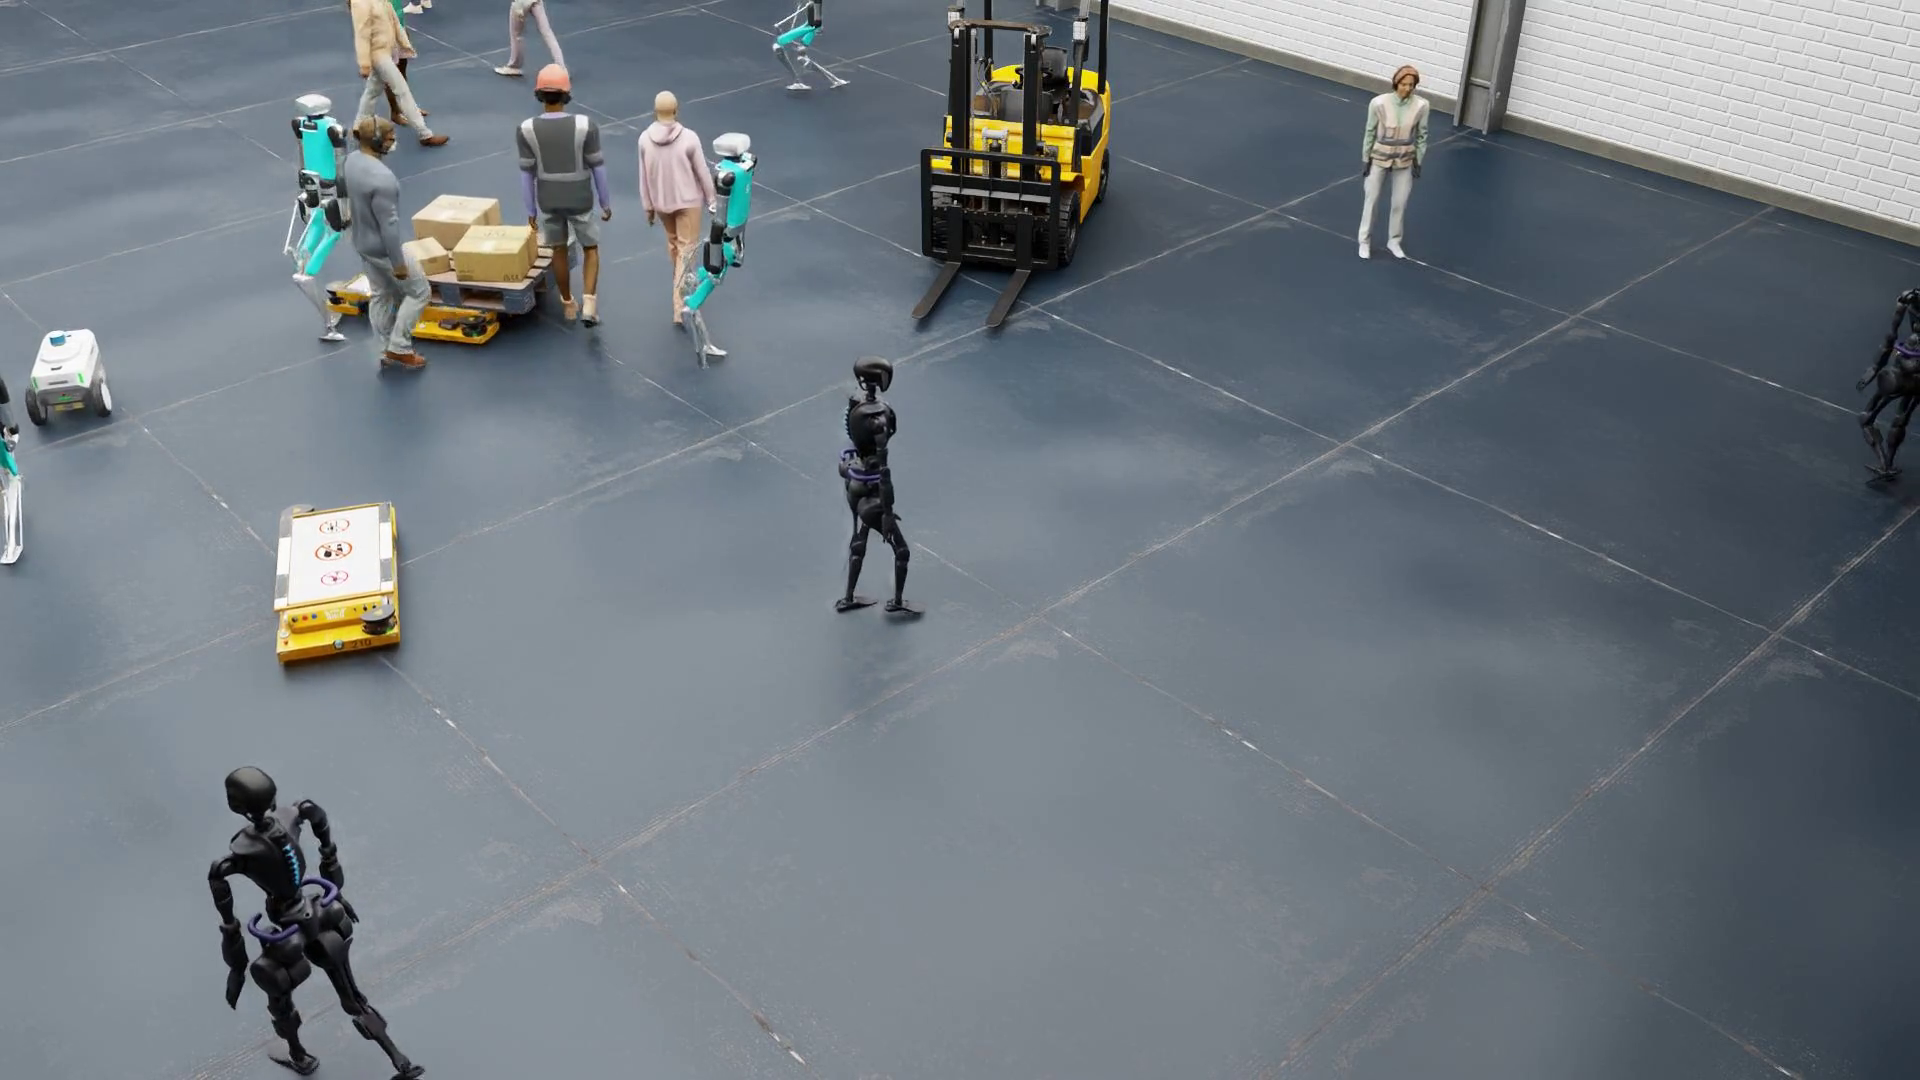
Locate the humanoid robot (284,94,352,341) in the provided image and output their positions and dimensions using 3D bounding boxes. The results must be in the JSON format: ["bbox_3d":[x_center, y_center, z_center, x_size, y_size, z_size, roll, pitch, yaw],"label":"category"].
[{"bbox_3d":[-4.897,-2.359,12.456,0.591,1.772,0.872,20,38,28],"label":"humanoid robot"}]

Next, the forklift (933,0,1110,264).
[{"bbox_3d":[0.570,-3.725,14.138,1.214,2.155,2.313,9,34,13],"label":"forklift"}]

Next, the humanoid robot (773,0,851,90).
[{"bbox_3d":[-1.609,-5.425,17.160,0.919,1.754,0.538,-3,33,-4],"label":"humanoid robot"}]

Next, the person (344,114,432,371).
[{"bbox_3d":[-4.092,-2.082,11.861,0.443,1.915,0.665,-25,41,-33],"label":"person"}]

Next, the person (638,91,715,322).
[{"bbox_3d":[-2.169,-2.582,12.808,0.532,1.758,0.848,8,34,11],"label":"person"}]

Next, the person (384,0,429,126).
[{"bbox_3d":[-5.669,-5.072,16.519,0.390,1.851,0.505,6,33,9],"label":"person"}]

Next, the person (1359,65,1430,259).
[{"bbox_3d":[3.554,-3.107,13.703,0.510,1.630,0.316,2,33,2],"label":"person"}]

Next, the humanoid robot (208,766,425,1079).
[{"bbox_3d":[-2.572,1.565,6.519,0.749,1.638,0.587,17,37,24],"label":"humanoid robot"}]

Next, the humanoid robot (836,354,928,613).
[{"bbox_3d":[-0.460,-0.312,9.373,0.602,1.643,0.609,-11,35,-16],"label":"humanoid robot"}]

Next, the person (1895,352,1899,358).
[{"bbox_3d":[7.210,-2.038,11.995,0.539,1.694,0.317,-9,34,-14],"label":"person"}]

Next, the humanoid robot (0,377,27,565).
[{"bbox_3d":[-5.934,-0.770,10.050,0.530,1.769,1.009,-9,34,-14],"label":"humanoid robot"}]

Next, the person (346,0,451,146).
[{"bbox_3d":[-5.544,-4.679,15.943,0.997,1.824,0.548,-1,33,-1],"label":"person"}]

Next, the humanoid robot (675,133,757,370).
[{"bbox_3d":[-1.832,-2.054,12.042,0.782,1.835,0.555,9,34,13],"label":"humanoid robot"}]

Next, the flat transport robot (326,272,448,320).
[{"bbox_3d":[-4.223,-1.927,13.134,1.431,0.231,0.659,10,34,15],"label":"flat transport robot"}]

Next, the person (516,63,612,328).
[{"bbox_3d":[-2.944,-2.520,12.446,0.636,2.018,0.613,0,33,1],"label":"person"}]

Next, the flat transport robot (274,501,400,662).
[{"bbox_3d":[-3.687,0.197,9.870,0.659,0.231,1.431,-9,34,-14],"label":"flat transport robot"}]

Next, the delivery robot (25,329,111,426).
[{"bbox_3d":[-6.289,-1.175,11.722,0.499,0.601,0.798,-10,34,-15],"label":"delivery robot"}]

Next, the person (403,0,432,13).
[{"bbox_3d":[-6.640,-7.268,19.891,0.431,1.859,0.788,3,33,4],"label":"person"}]

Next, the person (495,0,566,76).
[{"bbox_3d":[-4.633,-5.715,17.636,0.911,1.695,0.532,13,35,19],"label":"person"}]

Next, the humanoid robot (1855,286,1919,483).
[{"bbox_3d":[6.087,-1.093,10.561,0.591,1.640,0.441,-8,34,-12],"label":"humanoid robot"}]

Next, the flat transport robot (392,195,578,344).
[{"bbox_3d":[-3.768,-1.955,13.177,0.659,0.231,1.431,7,34,11],"label":"flat transport robot"}]
